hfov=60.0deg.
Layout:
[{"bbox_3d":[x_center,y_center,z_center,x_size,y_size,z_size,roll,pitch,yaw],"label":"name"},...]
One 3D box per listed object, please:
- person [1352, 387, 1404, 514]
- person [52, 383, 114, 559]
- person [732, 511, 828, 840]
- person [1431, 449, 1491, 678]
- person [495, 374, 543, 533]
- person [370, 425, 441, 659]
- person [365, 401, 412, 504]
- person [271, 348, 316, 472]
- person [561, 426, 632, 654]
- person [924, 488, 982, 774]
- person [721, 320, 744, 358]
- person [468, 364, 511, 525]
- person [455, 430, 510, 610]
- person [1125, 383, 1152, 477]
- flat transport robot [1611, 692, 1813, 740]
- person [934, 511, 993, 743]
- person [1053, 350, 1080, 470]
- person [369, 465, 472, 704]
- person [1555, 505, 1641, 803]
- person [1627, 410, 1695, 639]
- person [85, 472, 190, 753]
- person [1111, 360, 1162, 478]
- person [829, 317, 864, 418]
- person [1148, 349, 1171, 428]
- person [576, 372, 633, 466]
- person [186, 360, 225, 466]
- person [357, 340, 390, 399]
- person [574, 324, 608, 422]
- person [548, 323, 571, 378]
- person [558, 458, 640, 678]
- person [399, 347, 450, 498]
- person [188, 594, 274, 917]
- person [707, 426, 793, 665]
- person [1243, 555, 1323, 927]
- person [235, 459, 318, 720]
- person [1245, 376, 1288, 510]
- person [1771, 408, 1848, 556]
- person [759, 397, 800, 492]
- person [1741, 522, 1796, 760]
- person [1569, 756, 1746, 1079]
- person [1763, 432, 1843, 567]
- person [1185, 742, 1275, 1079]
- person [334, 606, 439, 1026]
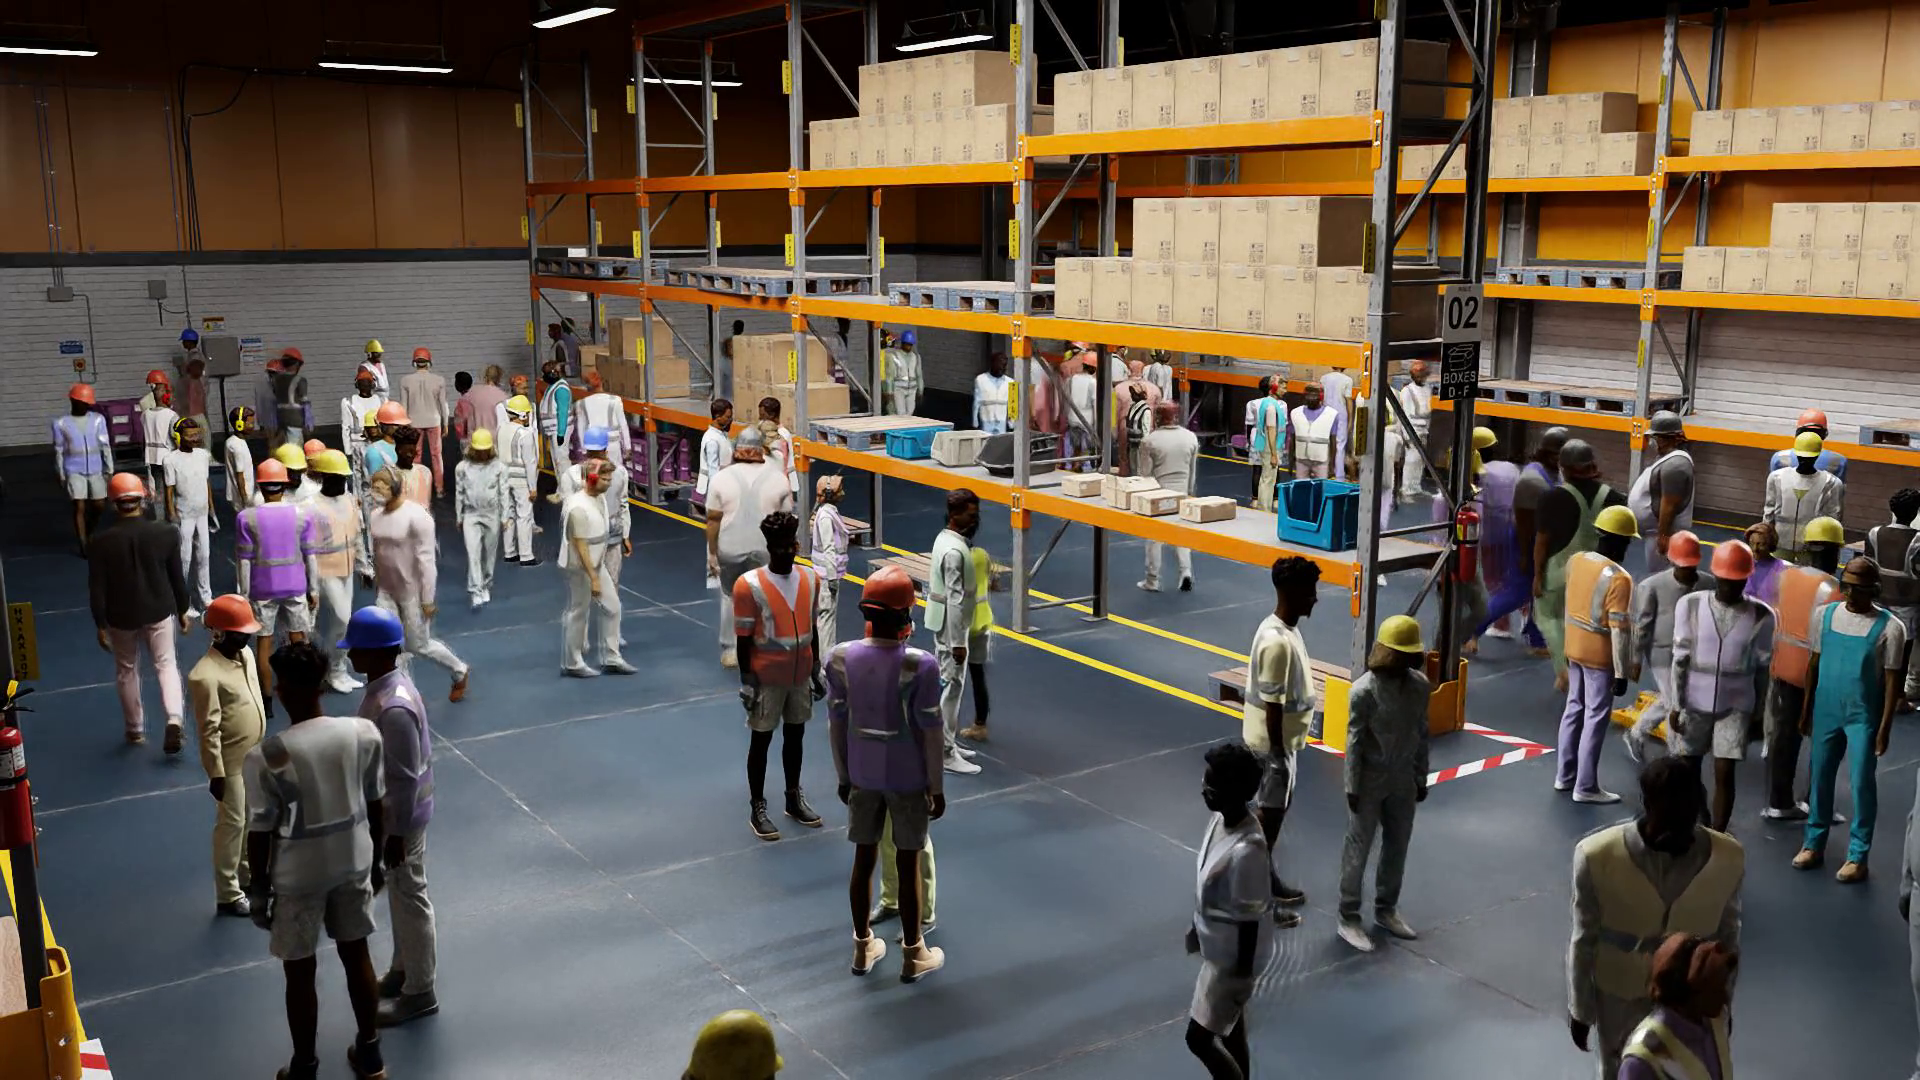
[{"bbox_3d":[5.167,-1.231,20.661,0.621,1.845,0.430,-2,11,-11],"label":"person"},{"bbox_3d":[-9.584,-0.777,18.162,0.669,1.909,0.556,11,15,43],"label":"person"},{"bbox_3d":[-1.070,0.793,9.981,0.603,1.967,0.367,-9,14,-39],"label":"person"},{"bbox_3d":[3.942,0.213,13.094,0.608,1.907,0.426,-8,14,-36],"label":"person"},{"bbox_3d":[-5.121,-0.987,19.330,0.345,1.879,0.580,8,13,34],"label":"person"},{"bbox_3d":[-4.650,0.008,14.020,0.374,1.960,0.600,7,13,30],"label":"person"},{"bbox_3d":[-5.098,-0.239,15.069,0.391,2.040,0.614,2,11,8],"label":"person"},{"bbox_3d":[-8.803,-1.529,21.846,0.618,1.984,1.034,7,13,33],"label":"person"},{"bbox_3d":[-3.080,-0.013,14.167,0.605,1.944,0.403,-7,13,-32],"label":"person"},{"bbox_3d":[-0.053,0.598,11.120,0.376,1.912,0.594,-1,11,-4],"label":"person"},{"bbox_3d":[-3.829,-2.883,28.974,0.591,1.889,0.664,2,11,10],"label":"person"},{"bbox_3d":[-5.656,-1.156,20.148,0.889,1.907,0.420,8,13,35],"label":"person"},{"bbox_3d":[-4.500,-0.192,15.705,0.498,1.685,0.906,-4,12,-19],"label":"person"},{"bbox_3d":[2.238,-1.155,20.818,0.313,1.634,0.514,-4,12,-19],"label":"person"},{"bbox_3d":[5.523,1.225,12.125,1.431,0.197,0.652,-5,12,-26],"label":"flat transport robot"},{"bbox_3d":[-0.010,0.599,11.691,0.501,1.687,0.589,8,14,36],"label":"person"},{"bbox_3d":[1.590,-1.853,24.041,0.526,1.768,0.330,-4,12,-19],"label":"person"},{"bbox_3d":[-4.035,0.384,12.239,0.645,1.917,0.752,7,13,30],"label":"person"},{"bbox_3d":[4.030,0.722,10.493,0.399,1.911,0.596,-3,11,-14],"label":"person"},{"bbox_3d":[6.109,-0.135,14.544,0.535,2.000,0.680,5,12,23],"label":"person"},{"bbox_3d":[-5.620,0.510,11.440,0.629,1.966,0.878,-7,13,-33],"label":"person"},{"bbox_3d":[2.241,-1.345,21.193,0.653,1.871,0.591,1,11,3],"label":"person"},{"bbox_3d":[-2.259,-3.132,30.239,1.011,1.925,0.610,6,13,28],"label":"person"},{"bbox_3d":[2.918,-1.949,24.361,0.346,1.840,0.501,-1,11,-6],"label":"person"},{"bbox_3d":[-4.285,-1.104,20.016,0.642,1.847,0.584,1,11,4],"label":"person"},{"bbox_3d":[-11.304,-1.856,24.478,0.719,1.602,0.511,-4,12,-20],"label":"person"},{"bbox_3d":[-8.837,-2.106,25.163,0.403,1.832,0.593,2,11,10],"label":"person"},{"bbox_3d":[-6.152,-2.703,27.954,0.642,1.947,0.901,7,13,31],"label":"person"},{"bbox_3d":[-6.944,-2.831,28.841,0.382,1.845,0.571,-4,12,-19],"label":"person"},{"bbox_3d":[-2.876,0.241,13.218,0.726,1.799,0.597,2,11,9],"label":"person"},{"bbox_3d":[-7.026,-1.533,21.848,0.616,1.986,0.407,-3,12,-17],"label":"person"},{"bbox_3d":[-3.825,1.134,8.828,0.352,1.738,0.573,0,11,1],"label":"person"},{"bbox_3d":[-1.712,0.052,13.588,0.696,2.000,0.723,-2,11,-9],"label":"person"},{"bbox_3d":[1.685,1.037,8.772,0.375,1.955,0.617,3,11,16],"label":"person"},{"bbox_3d":[-5.051,0.358,12.330,0.552,1.923,0.390,-7,13,-31],"label":"person"},{"bbox_3d":[3.862,-1.220,20.989,0.532,1.692,0.322,2,11,11],"label":"person"},{"bbox_3d":[7.401,-0.142,14.608,0.609,2.035,0.417,5,12,23],"label":"person"},{"bbox_3d":[-1.824,-0.481,16.664,0.402,1.908,0.598,-3,12,-16],"label":"person"},{"bbox_3d":[5.467,0.678,11.441,0.523,1.631,0.313,8,14,35],"label":"person"},{"bbox_3d":[2.453,1.624,5.948,0.601,1.889,0.569,1,11,6],"label":"person"},{"bbox_3d":[7.047,0.038,13.980,0.586,1.919,0.394,8,14,37],"label":"person"},{"bbox_3d":[1.053,1.607,6.526,0.355,1.690,0.546,1,11,4],"label":"person"},{"bbox_3d":[-2.622,1.253,7.675,0.389,1.949,0.604,-5,12,-25],"label":"person"}]
